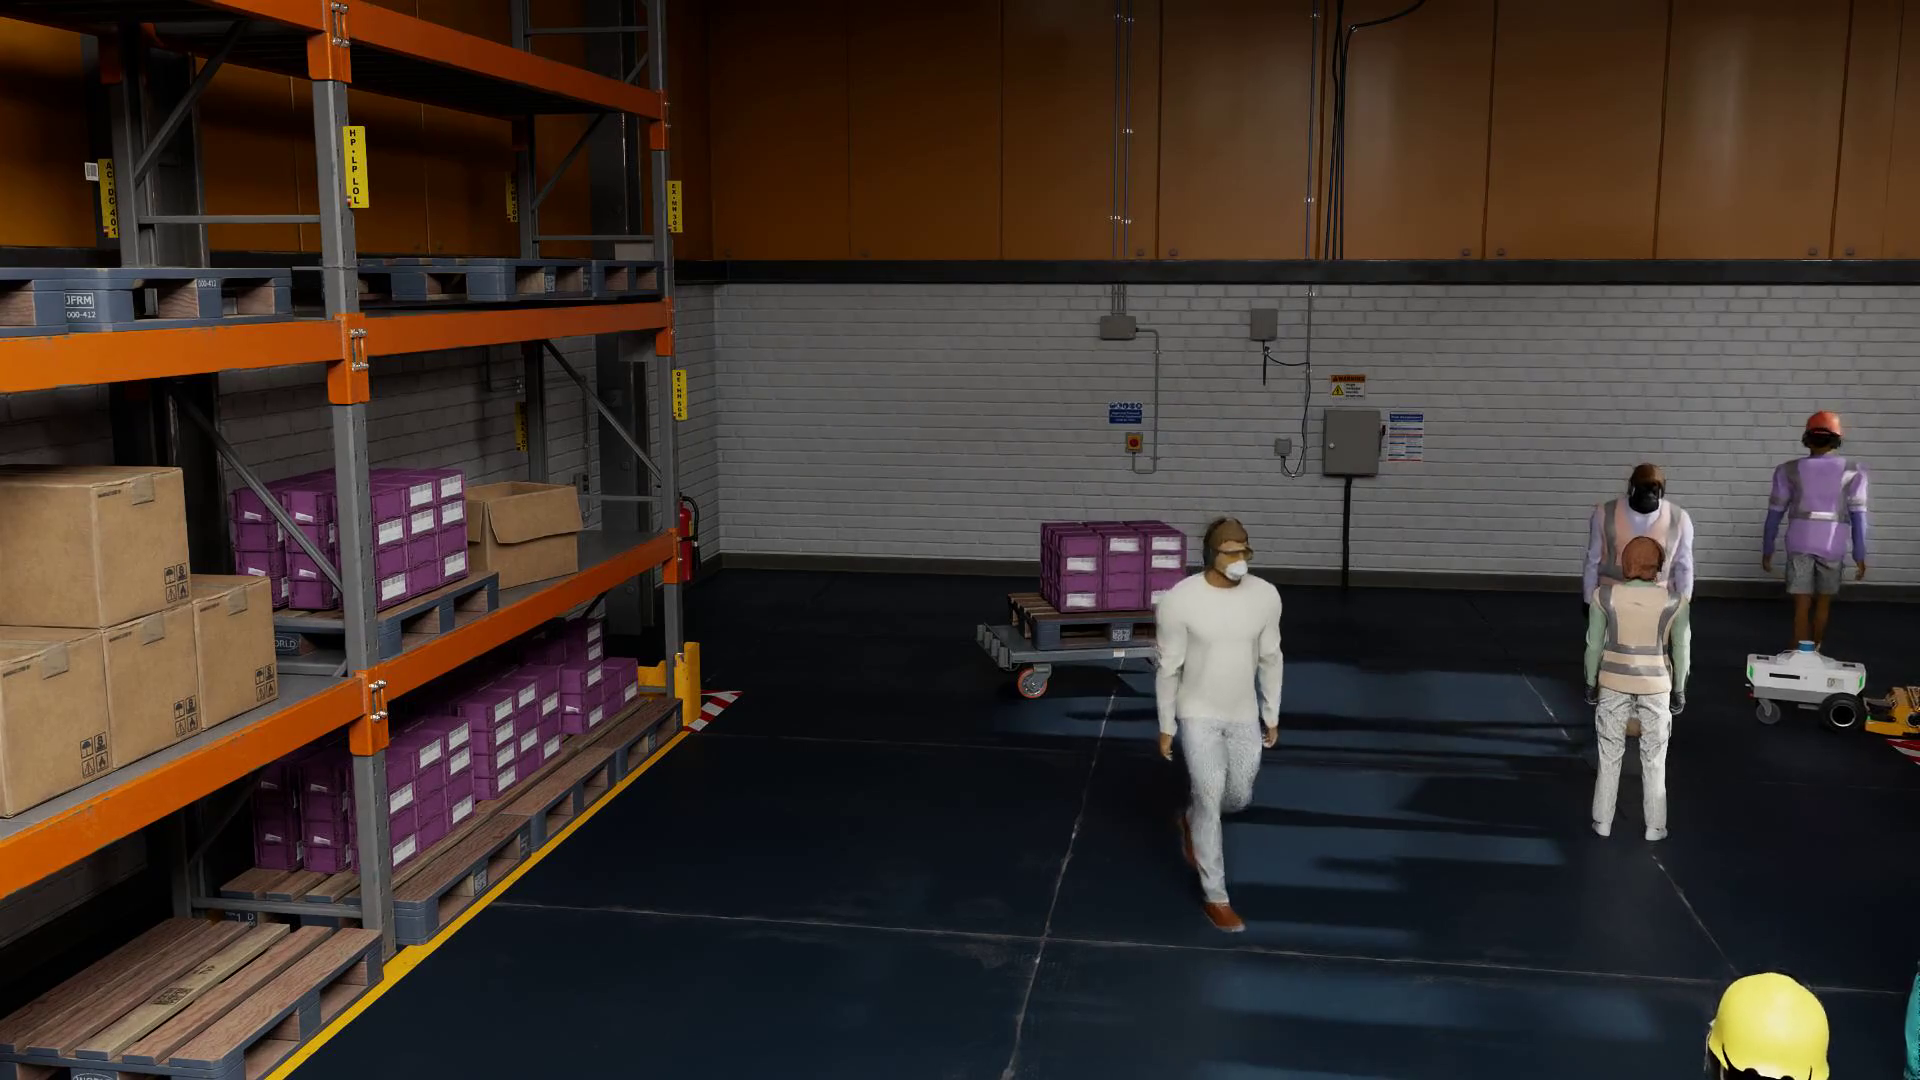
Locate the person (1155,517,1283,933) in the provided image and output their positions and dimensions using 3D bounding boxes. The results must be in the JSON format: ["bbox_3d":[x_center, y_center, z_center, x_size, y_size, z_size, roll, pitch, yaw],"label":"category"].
[{"bbox_3d":[1.188,0.813,7.884,0.639,1.917,0.806,-3,10,-17],"label":"person"}]

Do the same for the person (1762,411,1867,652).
[{"bbox_3d":[6.327,0.047,12.338,0.651,1.991,1.004,4,10,22],"label":"person"}]

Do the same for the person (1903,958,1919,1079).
[{"bbox_3d":[3.675,1.200,5.941,0.529,1.767,0.329,-4,10,-23],"label":"person"}]

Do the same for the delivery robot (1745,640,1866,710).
[{"bbox_3d":[5.648,0.916,11.128,0.707,0.478,0.477,4,10,25],"label":"delivery robot"}]

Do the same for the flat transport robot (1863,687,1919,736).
[{"bbox_3d":[6.679,1.157,10.800,1.431,0.197,0.652,4,10,25],"label":"flat transport robot"}]

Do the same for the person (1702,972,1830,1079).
[{"bbox_3d":[1.512,1.641,3.266,0.536,1.747,0.536,5,10,28],"label":"person"}]

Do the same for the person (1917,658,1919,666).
[{"bbox_3d":[7.536,0.105,12.306,0.648,1.888,0.822,-3,10,-19],"label":"person"}]

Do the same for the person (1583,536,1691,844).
[{"bbox_3d":[3.584,0.795,8.835,0.523,1.636,0.311,4,10,23],"label":"person"}]

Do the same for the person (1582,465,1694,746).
[{"bbox_3d":[4.311,0.427,10.584,0.650,1.802,0.876,3,10,18],"label":"person"}]
